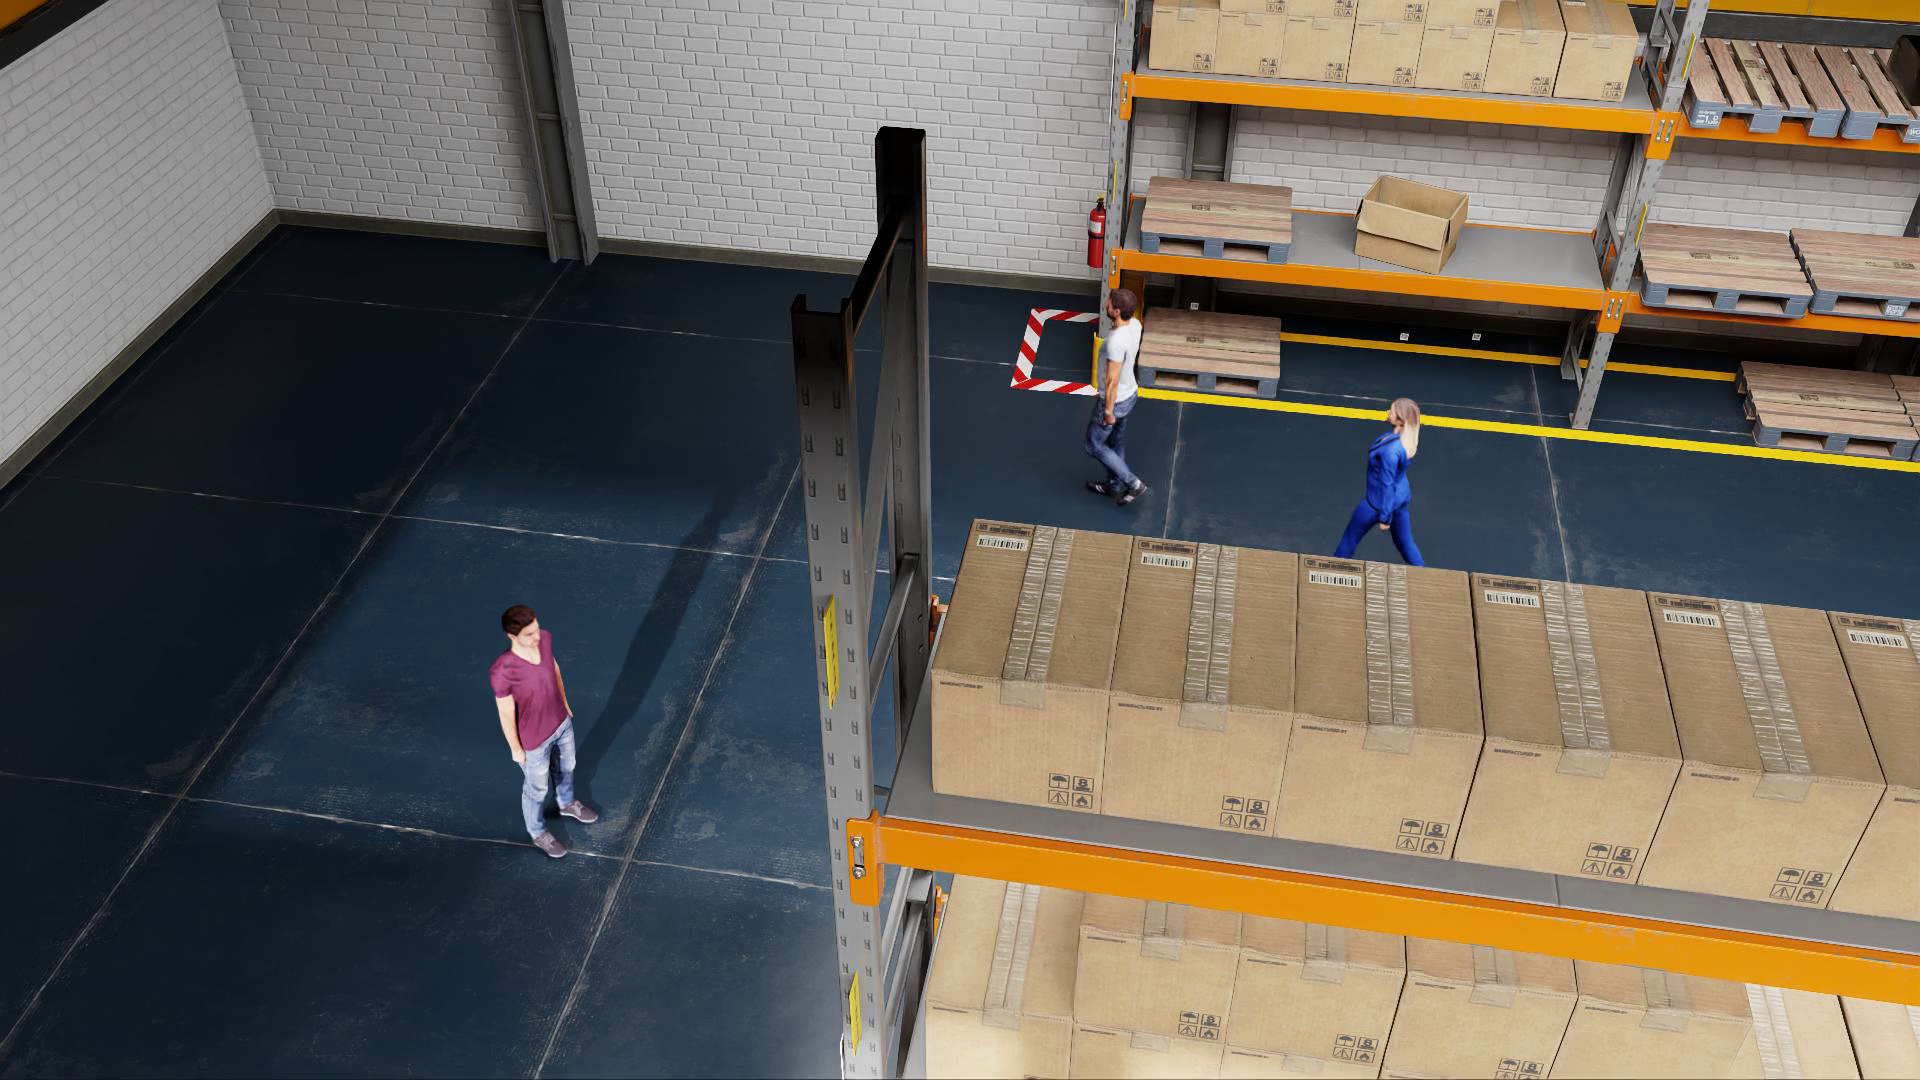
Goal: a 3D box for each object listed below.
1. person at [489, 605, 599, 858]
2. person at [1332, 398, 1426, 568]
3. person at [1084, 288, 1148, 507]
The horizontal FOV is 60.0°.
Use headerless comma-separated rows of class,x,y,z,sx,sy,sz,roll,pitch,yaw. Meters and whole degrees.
person,-2.508,1.093,9.878,0.643,1.848,0.703,18,42,21
person,3.097,-0.228,11.690,1.246,1.651,0.927,20,43,24
person,1.260,-1.046,12.547,0.871,1.859,0.753,18,42,22
